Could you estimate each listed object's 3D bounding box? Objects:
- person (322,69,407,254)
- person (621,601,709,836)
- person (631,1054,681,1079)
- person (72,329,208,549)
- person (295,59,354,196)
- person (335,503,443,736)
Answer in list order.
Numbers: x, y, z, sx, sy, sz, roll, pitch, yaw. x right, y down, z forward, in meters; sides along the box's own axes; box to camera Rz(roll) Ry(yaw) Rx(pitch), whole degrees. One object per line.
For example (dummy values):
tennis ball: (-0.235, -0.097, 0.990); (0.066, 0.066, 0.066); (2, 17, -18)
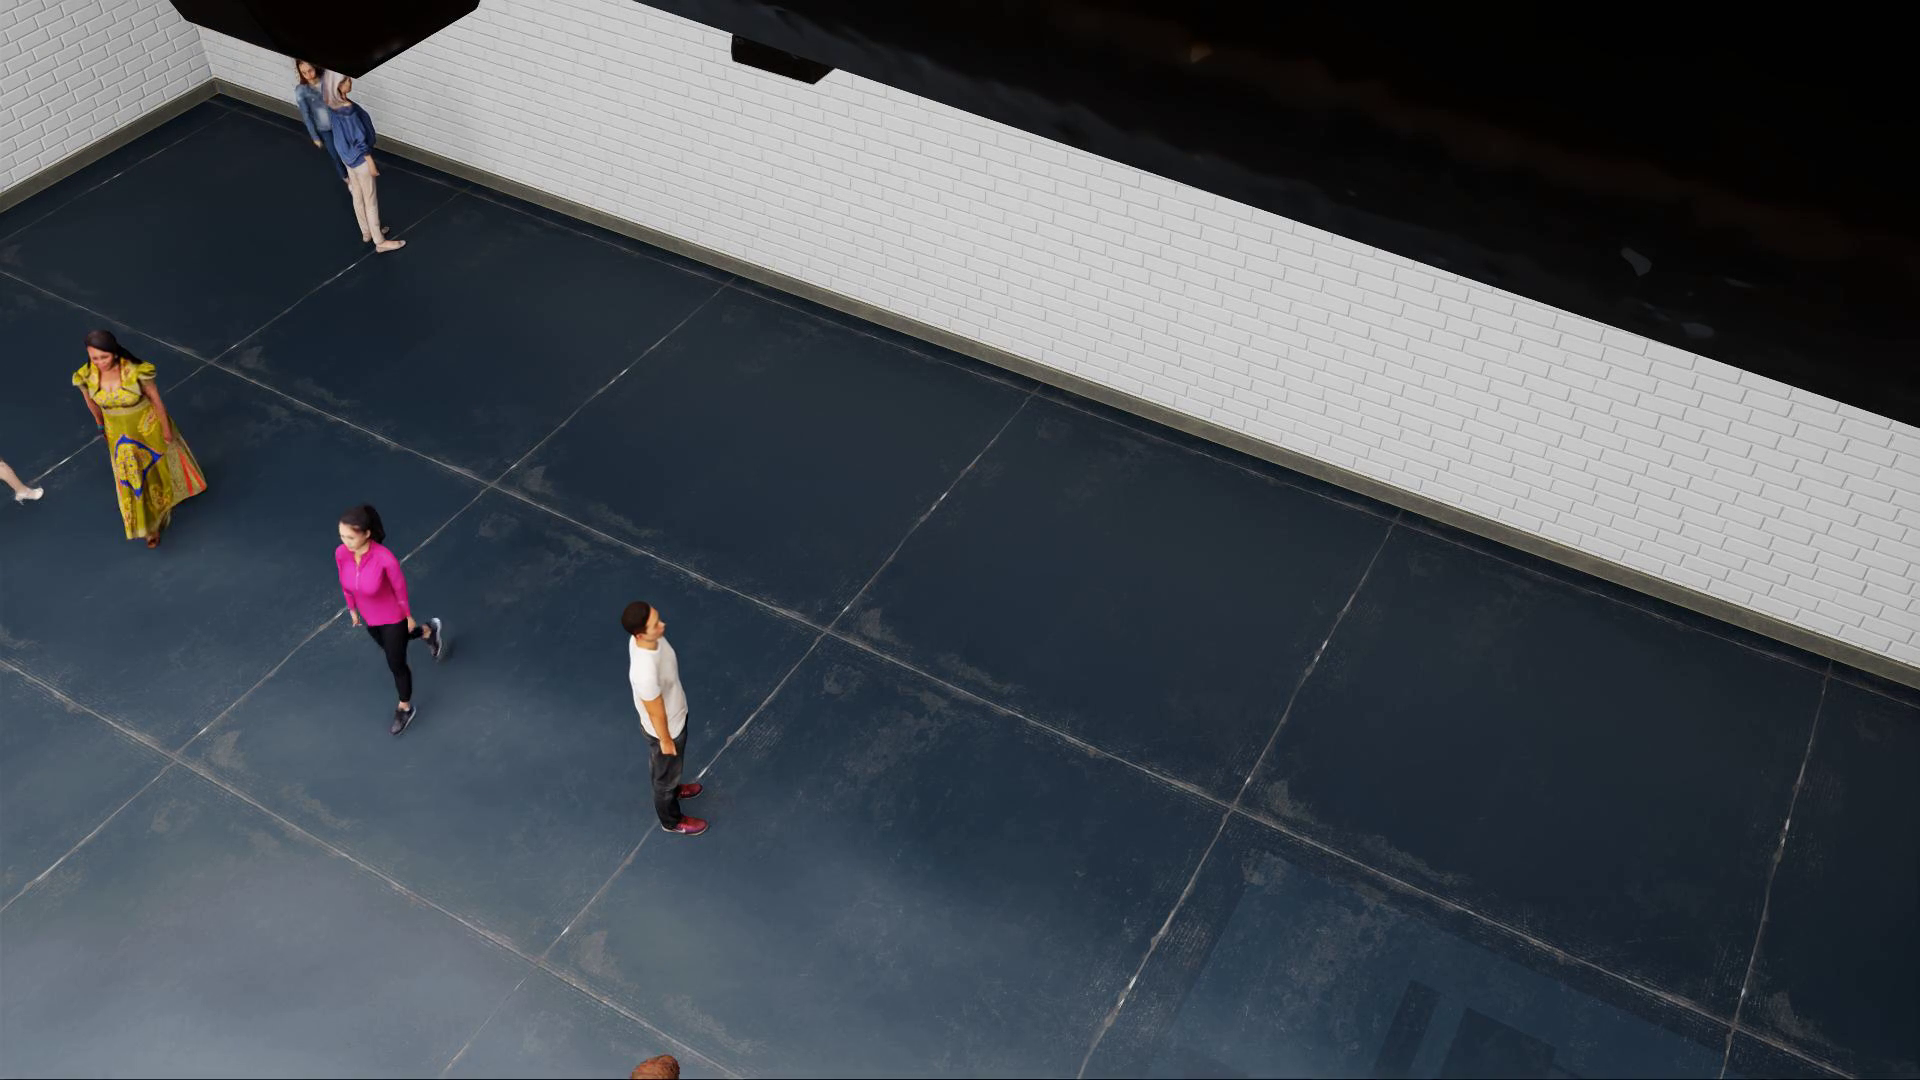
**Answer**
person: (-5.157, -3.263, 14.219); (0.667, 1.704, 0.680); (-32, 52, -29)
person: (-1.742, 1.018, 9.652); (0.775, 1.804, 0.692); (-7, 44, -7)
person: (-1.395, 2.905, 7.924); (0.547, 1.446, 0.544); (25, 49, 24)
person: (-5.805, -0.847, 11.739); (1.247, 1.626, 1.262); (-14, 45, -14)
person: (-5.637, -3.713, 14.858); (0.639, 1.463, 0.753); (-31, 52, -28)
person: (-3.551, 0.401, 10.392); (0.740, 1.677, 1.083); (12, 45, 12)
